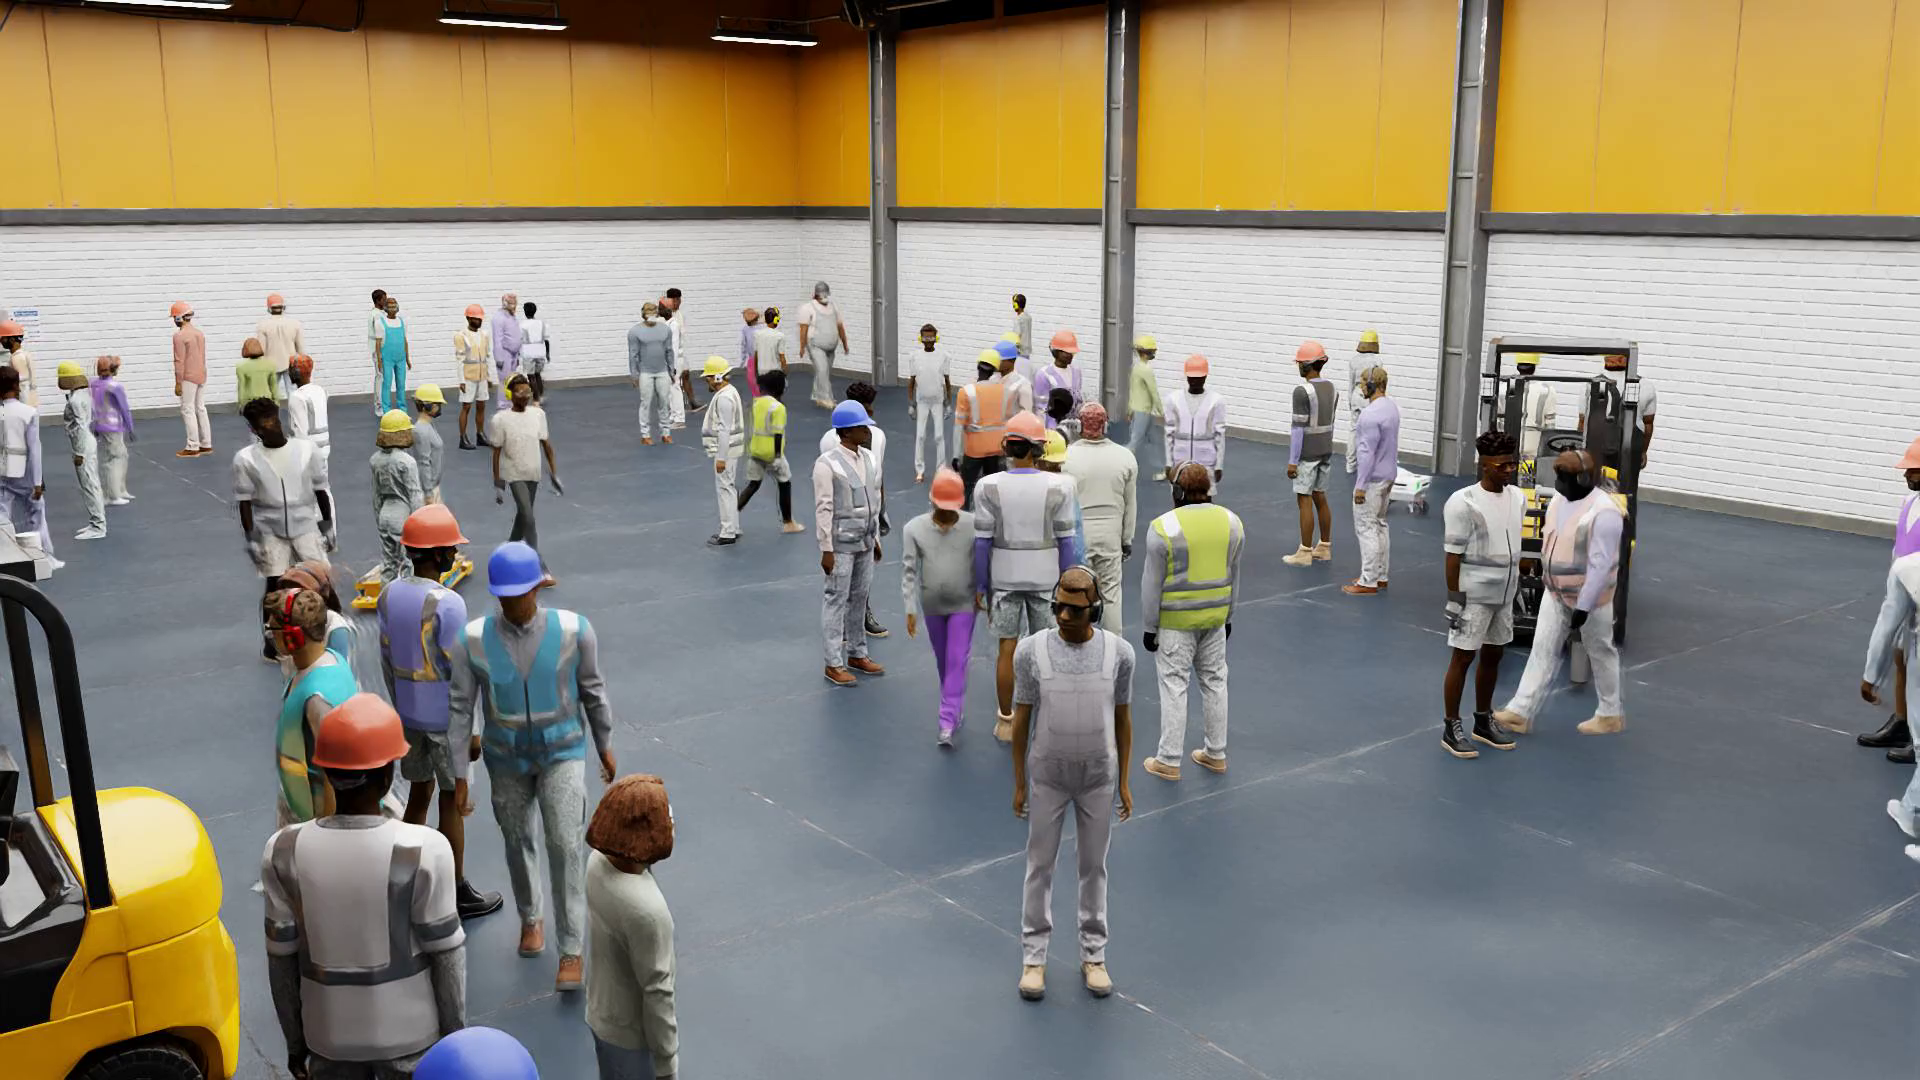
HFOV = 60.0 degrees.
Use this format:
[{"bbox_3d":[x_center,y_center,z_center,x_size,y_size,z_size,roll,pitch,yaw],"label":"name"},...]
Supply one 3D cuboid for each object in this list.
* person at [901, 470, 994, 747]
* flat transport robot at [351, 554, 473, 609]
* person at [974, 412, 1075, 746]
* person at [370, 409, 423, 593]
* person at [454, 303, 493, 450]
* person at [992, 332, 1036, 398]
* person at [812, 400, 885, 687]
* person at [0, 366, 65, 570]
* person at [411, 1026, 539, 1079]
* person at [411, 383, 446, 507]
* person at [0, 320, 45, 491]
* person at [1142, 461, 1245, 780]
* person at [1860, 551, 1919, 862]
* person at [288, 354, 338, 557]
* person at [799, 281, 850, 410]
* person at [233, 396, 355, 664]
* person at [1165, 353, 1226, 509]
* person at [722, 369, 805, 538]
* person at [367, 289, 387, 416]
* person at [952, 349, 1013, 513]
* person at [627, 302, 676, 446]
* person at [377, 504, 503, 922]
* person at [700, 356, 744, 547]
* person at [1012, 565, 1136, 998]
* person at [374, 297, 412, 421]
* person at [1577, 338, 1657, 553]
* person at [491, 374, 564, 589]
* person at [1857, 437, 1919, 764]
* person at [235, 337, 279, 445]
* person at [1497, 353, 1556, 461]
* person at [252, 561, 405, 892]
[{"bbox_3d":[-0.064,0.400,10.156,0.571,1.683,0.882,2,12,10],"label":"person"},{"bbox_3d":[-4.588,0.321,13.984,0.652,0.197,1.431,-1,12,-4],"label":"flat transport robot"},{"bbox_3d":[0.388,0.241,10.081,0.605,2.038,0.394,1,12,5],"label":"person"},{"bbox_3d":[-4.191,-0.112,12.499,0.484,1.744,0.296,7,14,30],"label":"person"},{"bbox_3d":[-6.383,-2.151,21.930,0.422,1.925,0.558,8,14,34],"label":"person"},{"bbox_3d":[0.561,-1.430,18.720,0.617,1.804,0.457,-6,13,-28],"label":"person"},{"bbox_3d":[-0.759,0.011,11.396,0.375,1.949,0.614,8,14,33],"label":"person"},{"bbox_3d":[-8.224,-0.565,14.385,0.608,1.877,0.978,0,12,-1],"label":"person"},{"bbox_3d":[-0.781,1.772,2.902,0.615,1.945,0.404,-11,16,-42],"label":"person"},{"bbox_3d":[-4.491,-0.446,14.095,0.352,1.753,0.594,-3,12,-12],"label":"person"},{"bbox_3d":[-10.583,-1.499,18.727,0.362,1.935,0.553,-5,13,-24],"label":"person"},{"bbox_3d":[1.313,0.459,9.541,0.623,1.835,0.431,-5,13,-25],"label":"person"},{"bbox_3d":[4.896,0.662,8.426,0.615,1.877,0.910,0,12,0],"label":"person"},{"bbox_3d":[-6.001,-0.774,15.354,0.340,1.882,0.585,1,12,4],"label":"person"},{"bbox_3d":[-2.071,-3.070,26.060,0.813,2.000,0.874,-10,16,-41],"label":"person"},{"bbox_3d":[-4.776,-0.072,11.867,0.682,1.928,0.409,-5,13,-24],"label":"person"},{"bbox_3d":[2.107,-0.718,14.990,0.549,1.928,0.391,4,12,17],"label":"person"},{"bbox_3d":[-1.938,-0.842,16.230,0.827,1.659,0.534,-10,15,-39],"label":"person"},{"bbox_3d":[-8.800,-2.838,25.240,0.376,1.917,0.600,-5,13,-23],"label":"person"},{"bbox_3d":[0.189,-0.852,15.730,0.630,1.890,0.455,-6,13,-26],"label":"person"},{"bbox_3d":[-4.114,-2.220,22.239,0.639,1.926,0.367,-7,14,-31],"label":"person"},{"bbox_3d":[-2.394,0.793,7.658,0.552,1.935,0.370,8,14,33],"label":"person"},{"bbox_3d":[-2.258,-0.845,15.871,0.403,1.816,0.603,-1,12,-5],"label":"person"},{"bbox_3d":[0.470,0.998,6.900,0.505,1.842,0.345,0,12,-2],"label":"person"},{"bbox_3d":[-8.344,-2.650,24.509,0.329,1.844,0.509,11,16,44],"label":"person"},{"bbox_3d":[6.030,-0.863,15.404,0.681,2.000,0.538,2,12,9],"label":"person"},{"bbox_3d":[-3.741,-0.522,14.312,0.969,1.832,0.517,10,15,40],"label":"person"},{"bbox_3d":[5.623,0.352,9.787,0.376,1.936,0.549,0,12,0],"label":"person"},{"bbox_3d":[-8.554,-1.665,20.316,0.534,1.618,0.500,11,16,42],"label":"person"},{"bbox_3d":[5.287,-0.863,15.683,0.595,1.923,0.372,4,12,20],"label":"person"},{"bbox_3d":[-3.056,0.867,8.116,0.512,1.606,0.766,7,14,30],"label":"person"}]
